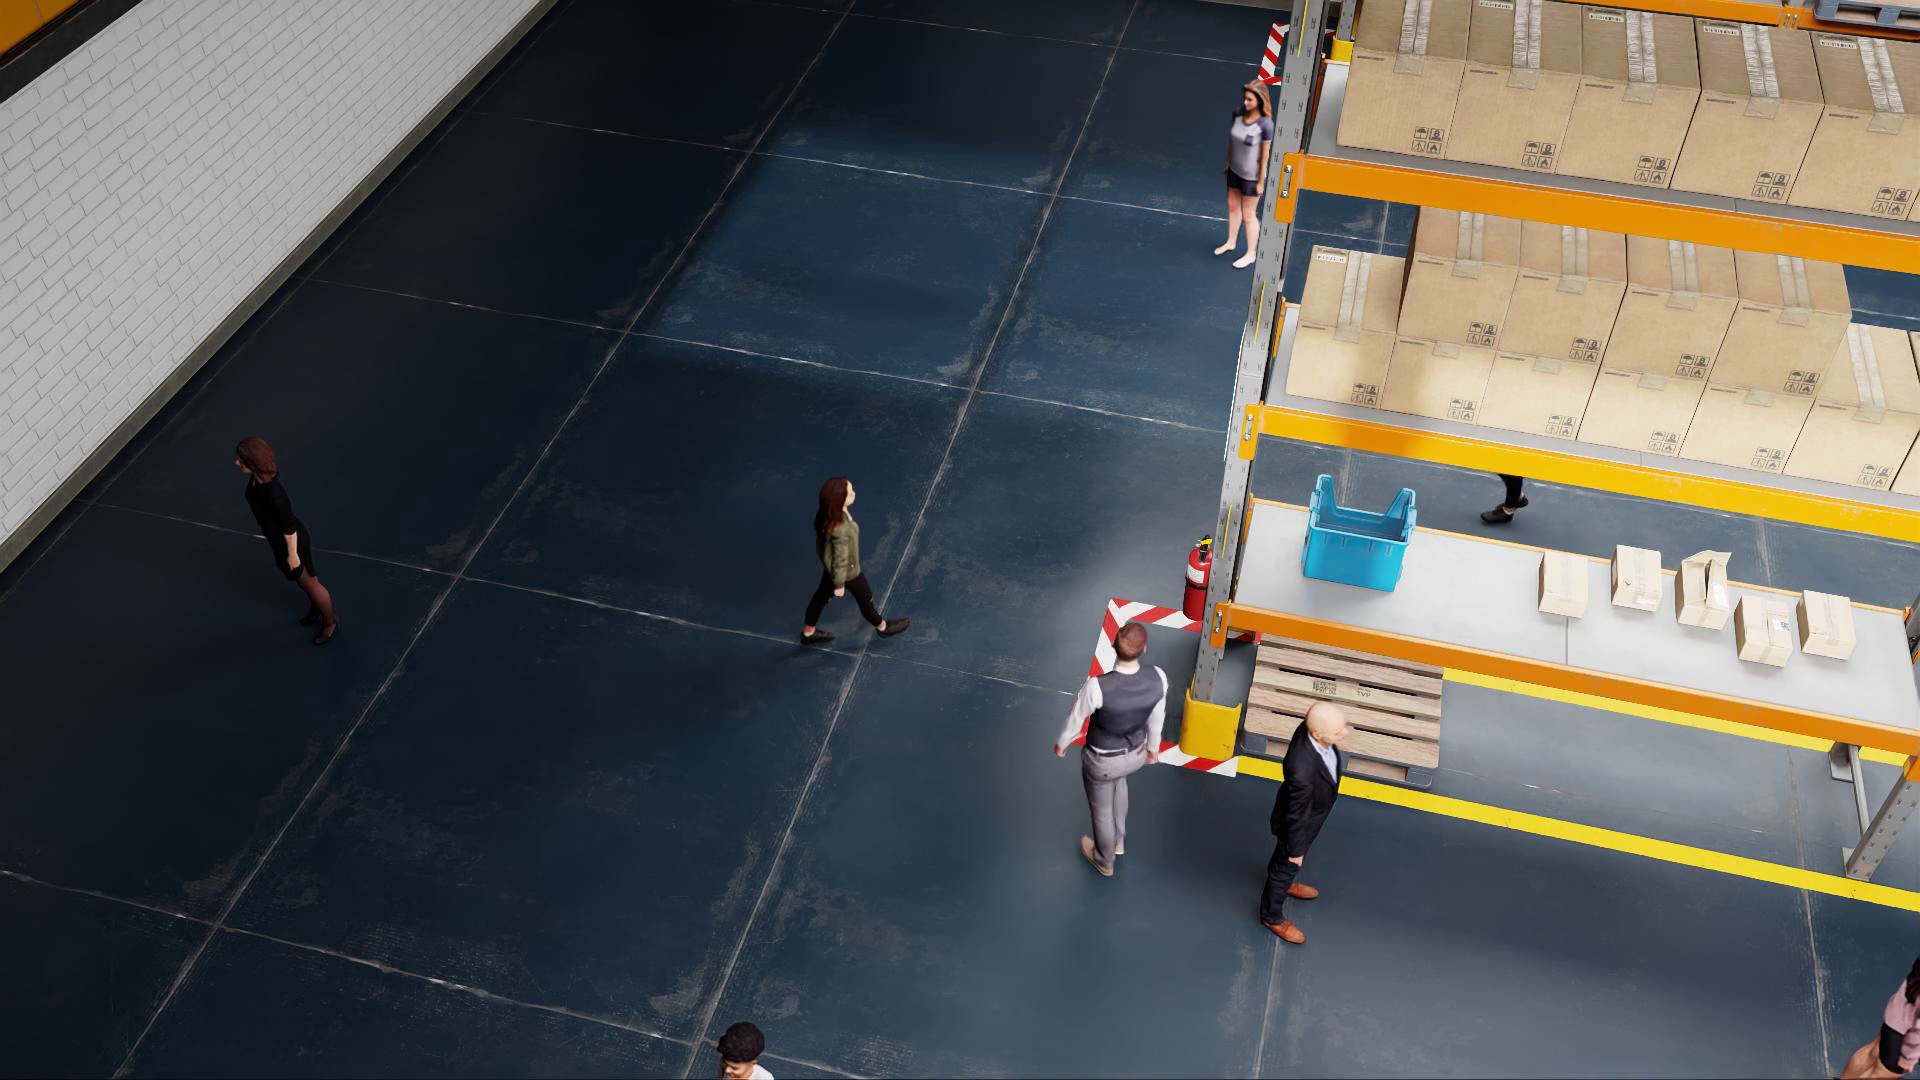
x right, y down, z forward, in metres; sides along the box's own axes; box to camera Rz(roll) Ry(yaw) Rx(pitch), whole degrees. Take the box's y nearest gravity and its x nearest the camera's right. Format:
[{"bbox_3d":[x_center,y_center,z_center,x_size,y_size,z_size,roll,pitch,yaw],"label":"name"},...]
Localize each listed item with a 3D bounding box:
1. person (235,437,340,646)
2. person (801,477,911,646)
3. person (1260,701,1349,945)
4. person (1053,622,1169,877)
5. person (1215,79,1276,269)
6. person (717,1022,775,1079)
[{"bbox_3d":[-4.386,-0.002,10.857,0.713,1.706,0.629,-26,50,-25],"label":"person"},{"bbox_3d":[-0.846,0.181,10.860,1.071,1.438,0.901,-10,45,-11],"label":"person"},{"bbox_3d":[1.884,1.514,9.198,0.605,1.800,0.703,15,46,15],"label":"person"},{"bbox_3d":[0.916,1.258,9.380,0.808,1.920,0.894,-18,46,-18],"label":"person"},{"bbox_3d":[2.446,-3.125,14.123,0.746,1.724,0.672,-25,49,-24],"label":"person"},{"bbox_3d":[-1.043,2.788,8.252,0.478,1.260,0.591,19,47,19],"label":"person"}]
